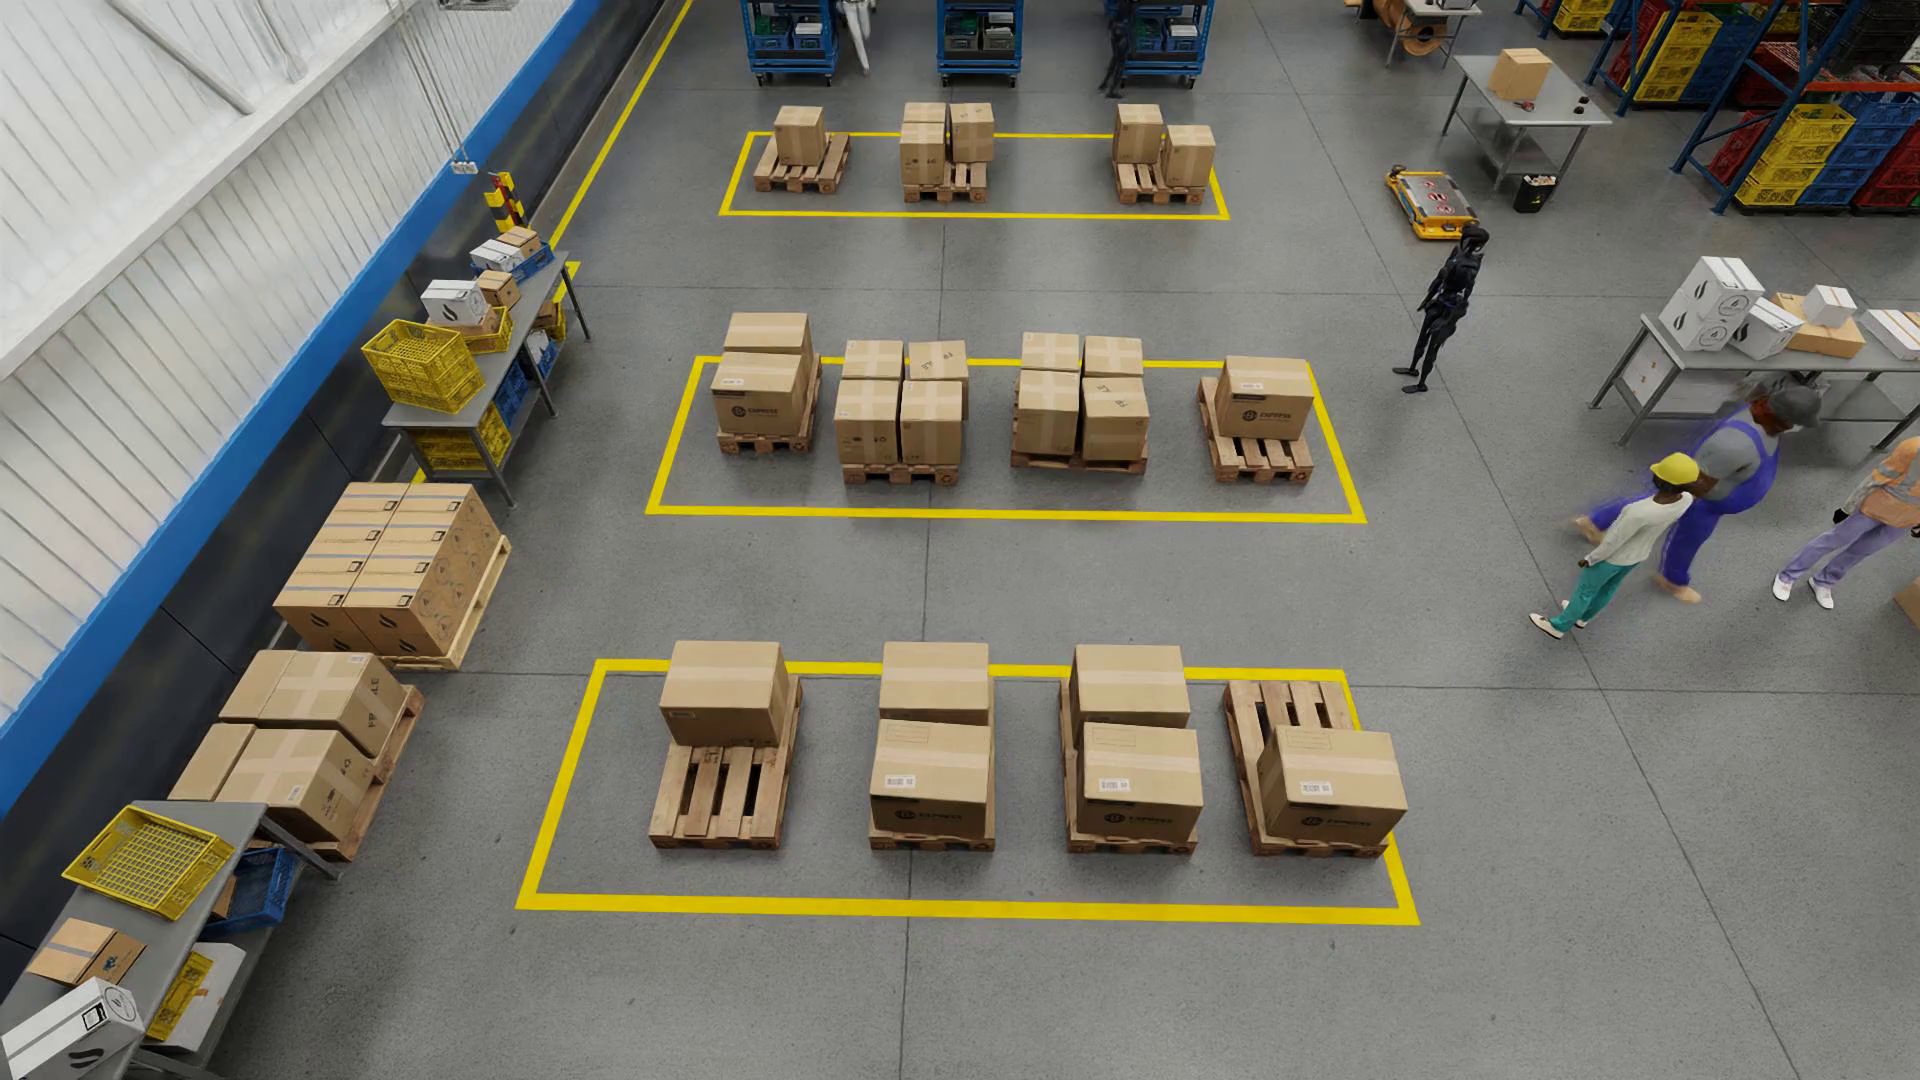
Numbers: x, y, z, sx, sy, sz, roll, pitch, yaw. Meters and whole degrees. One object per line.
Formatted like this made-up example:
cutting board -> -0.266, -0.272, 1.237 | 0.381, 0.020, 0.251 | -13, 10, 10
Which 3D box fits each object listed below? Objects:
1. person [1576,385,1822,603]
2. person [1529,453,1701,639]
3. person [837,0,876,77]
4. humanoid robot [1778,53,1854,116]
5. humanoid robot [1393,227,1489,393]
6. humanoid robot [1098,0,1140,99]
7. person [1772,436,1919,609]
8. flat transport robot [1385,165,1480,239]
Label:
person -> 5.482, -0.458, 6.759 | 1.003, 2.000, 0.735 | 35, 58, 26
person -> 4.647, 0.069, 6.484 | 0.522, 1.765, 0.319 | -16, 51, -13
person -> -1.528, -7.719, 13.164 | 0.594, 1.856, 0.647 | -15, 51, -13
humanoid robot -> 10.988, -5.899, 11.717 | 0.558, 1.625, 0.594 | -21, 52, -17
humanoid robot -> 4.416, -2.092, 8.405 | 0.310, 1.655, 0.616 | 1, 49, 1
humanoid robot -> 2.235, -6.973, 12.648 | 0.397, 1.624, 0.668 | -8, 50, -7
person -> 6.730, -0.203, 6.612 | 0.594, 1.925, 0.369 | 12, 50, 10
flat transport robot -> 5.692, -4.094, 11.059 | 0.652, 0.197, 1.431 | 1, 49, 1
